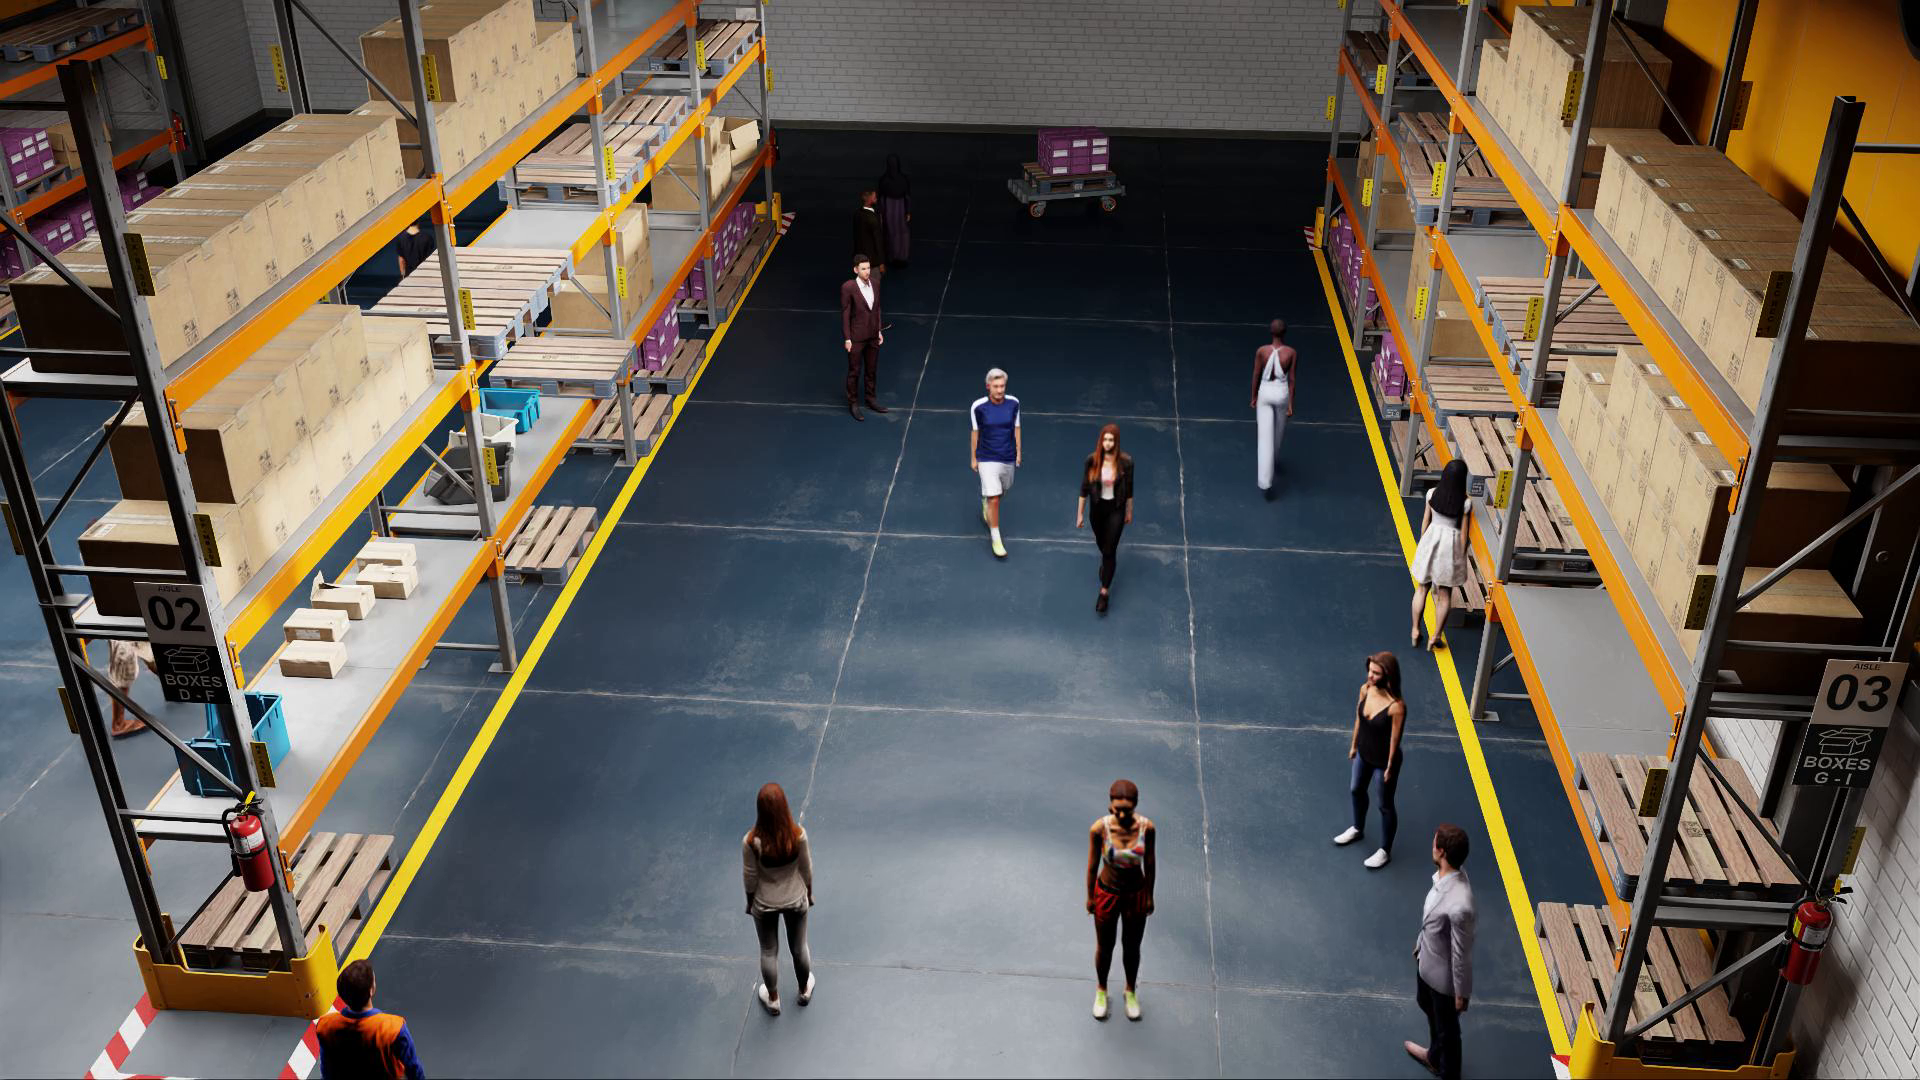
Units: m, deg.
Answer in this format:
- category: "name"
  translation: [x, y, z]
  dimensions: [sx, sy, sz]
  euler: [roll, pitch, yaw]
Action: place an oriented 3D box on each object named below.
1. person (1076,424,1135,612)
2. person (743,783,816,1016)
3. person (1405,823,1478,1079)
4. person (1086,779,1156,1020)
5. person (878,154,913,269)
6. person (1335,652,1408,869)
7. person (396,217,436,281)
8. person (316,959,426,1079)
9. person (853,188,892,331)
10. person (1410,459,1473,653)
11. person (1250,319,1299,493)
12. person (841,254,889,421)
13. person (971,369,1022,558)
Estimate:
- category: "person"
  translation: [1.340, -0.296, 15.026]
  dimensions: [0.756, 1.670, 1.203]
  euler: [7, 29, 12]
- category: "person"
  translation: [-1.118, 2.235, 10.342]
  dimensions: [0.657, 1.713, 0.652]
  euler: [-6, 29, -11]
- category: "person"
  translation: [2.875, 2.537, 9.684]
  dimensions: [0.945, 1.814, 0.485]
  euler: [-4, 29, -8]
- category: "person"
  translation: [0.997, 2.206, 10.319]
  dimensions: [0.598, 1.786, 0.563]
  euler: [0, 29, -1]
- category: "person"
  translation: [-0.905, -4.473, 22.750]
  dimensions: [0.623, 1.608, 0.774]
  euler: [1, 29, 3]
- category: "person"
  translation: [2.942, 1.509, 11.671]
  dimensions: [0.721, 1.715, 0.630]
  euler: [-15, 32, -25]
- category: "person"
  translation: [-6.479, -3.025, 19.897]
  dimensions: [0.787, 1.797, 1.237]
  euler: [-2, 29, -4]
- category: "person"
  translation: [-3.074, 2.978, 8.825]
  dimensions: [0.685, 1.862, 0.585]
  euler: [1, 29, 3]
- category: "person"
  translation: [-1.135, -3.508, 20.779]
  dimensions: [0.791, 1.801, 0.734]
  euler: [-22, 36, -35]
- category: "person"
  translation: [4.088, 0.129, 14.145]
  dimensions: [0.755, 1.769, 0.774]
  euler: [16, 32, 27]
- category: "person"
  translation: [3.163, -1.319, 16.839]
  dimensions: [0.635, 1.731, 1.136]
  euler: [5, 29, 9]
- category: "person"
  translation: [-1.084, -2.287, 18.473]
  dimensions: [0.778, 1.865, 0.829]
  euler: [-20, 35, -32]
- category: "person"
  translation: [0.318, -0.811, 15.826]
  dimensions: [0.948, 1.809, 1.240]
  euler: [-9, 30, -16]
